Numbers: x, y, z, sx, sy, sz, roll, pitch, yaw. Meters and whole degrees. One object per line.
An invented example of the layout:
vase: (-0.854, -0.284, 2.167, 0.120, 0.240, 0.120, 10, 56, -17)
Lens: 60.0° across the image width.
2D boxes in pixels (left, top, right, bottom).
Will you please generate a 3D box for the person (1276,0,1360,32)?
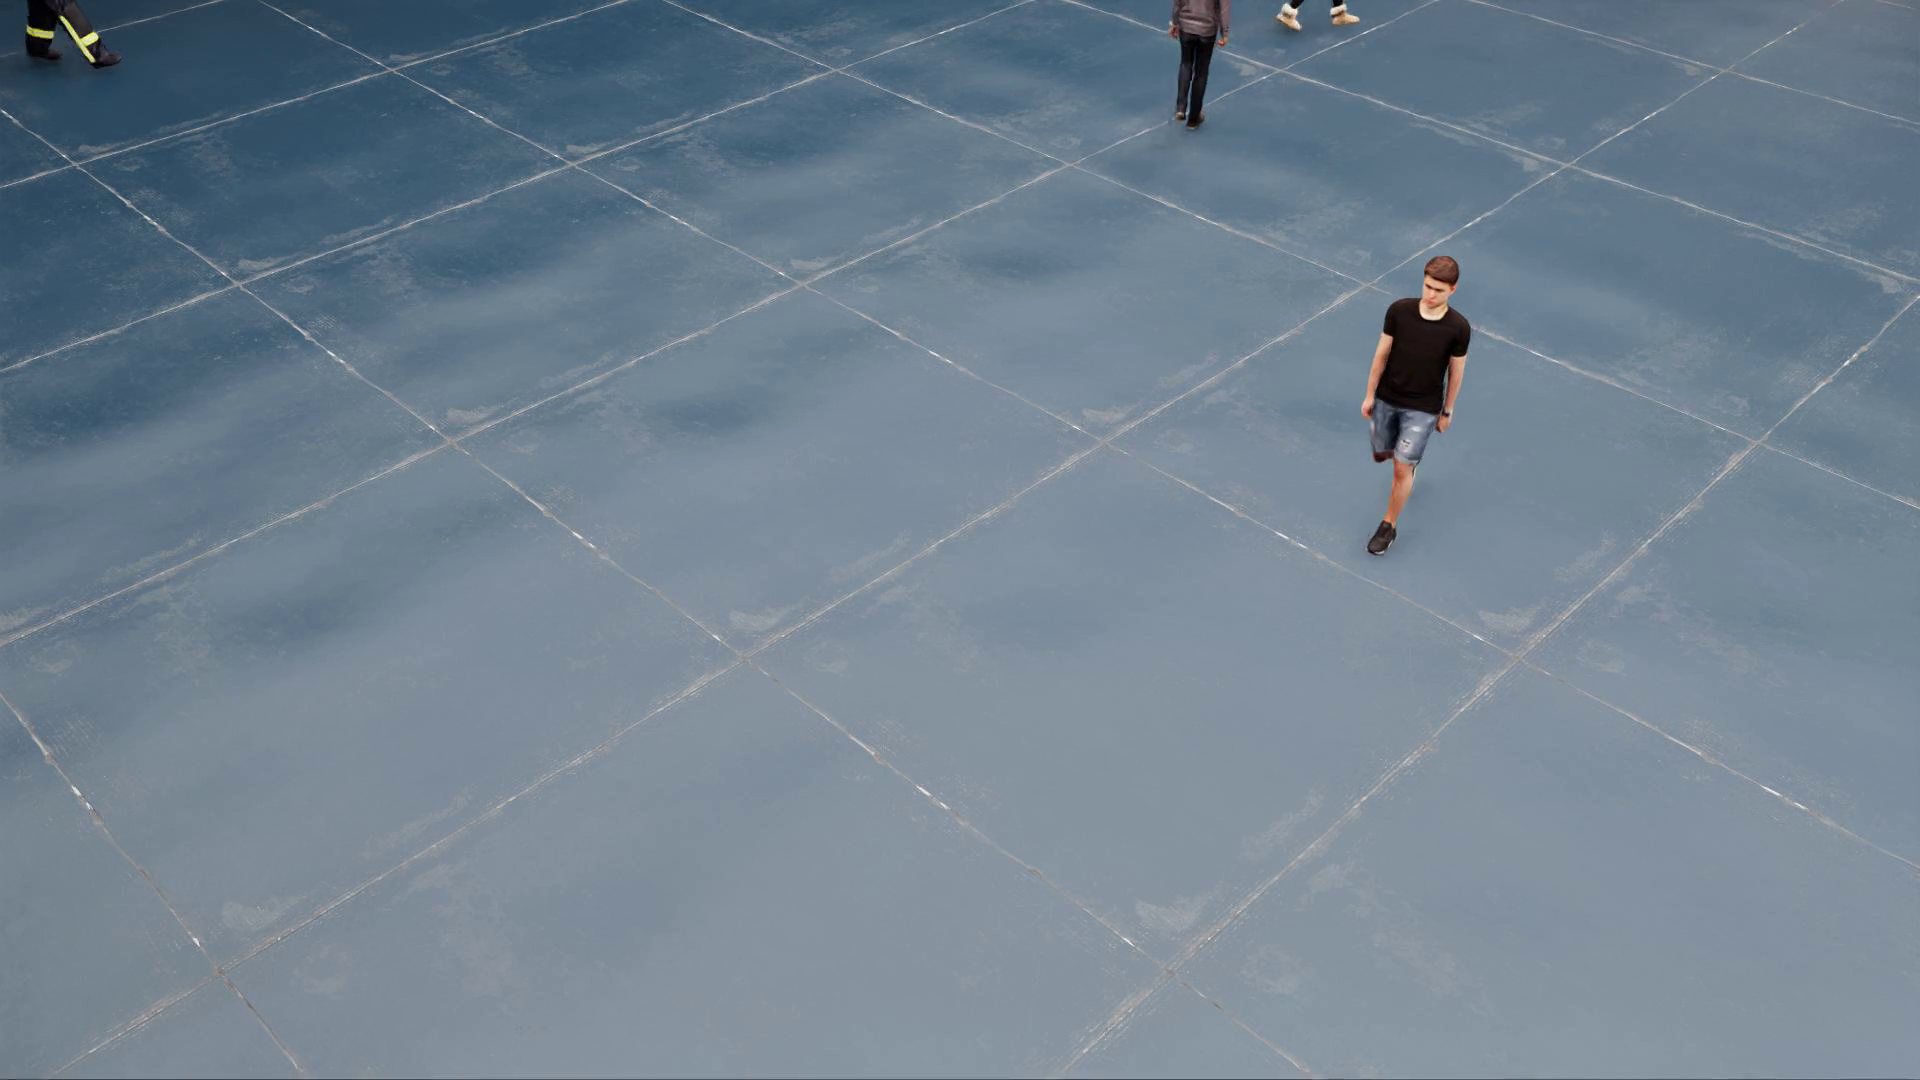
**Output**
person: (3.523, -5.762, 16.198, 1.138, 1.630, 1.054, -1, 37, -2)

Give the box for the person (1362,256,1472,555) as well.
person: (2.613, -0.832, 9.549, 0.798, 1.828, 1.086, 21, 42, 26)

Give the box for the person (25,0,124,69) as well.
person: (-8.567, -5.311, 15.351, 1.337, 1.937, 1.286, 1, 37, 1)

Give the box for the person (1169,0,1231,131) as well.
person: (2.002, -4.338, 14.218, 0.779, 1.760, 0.781, 20, 42, 24)
